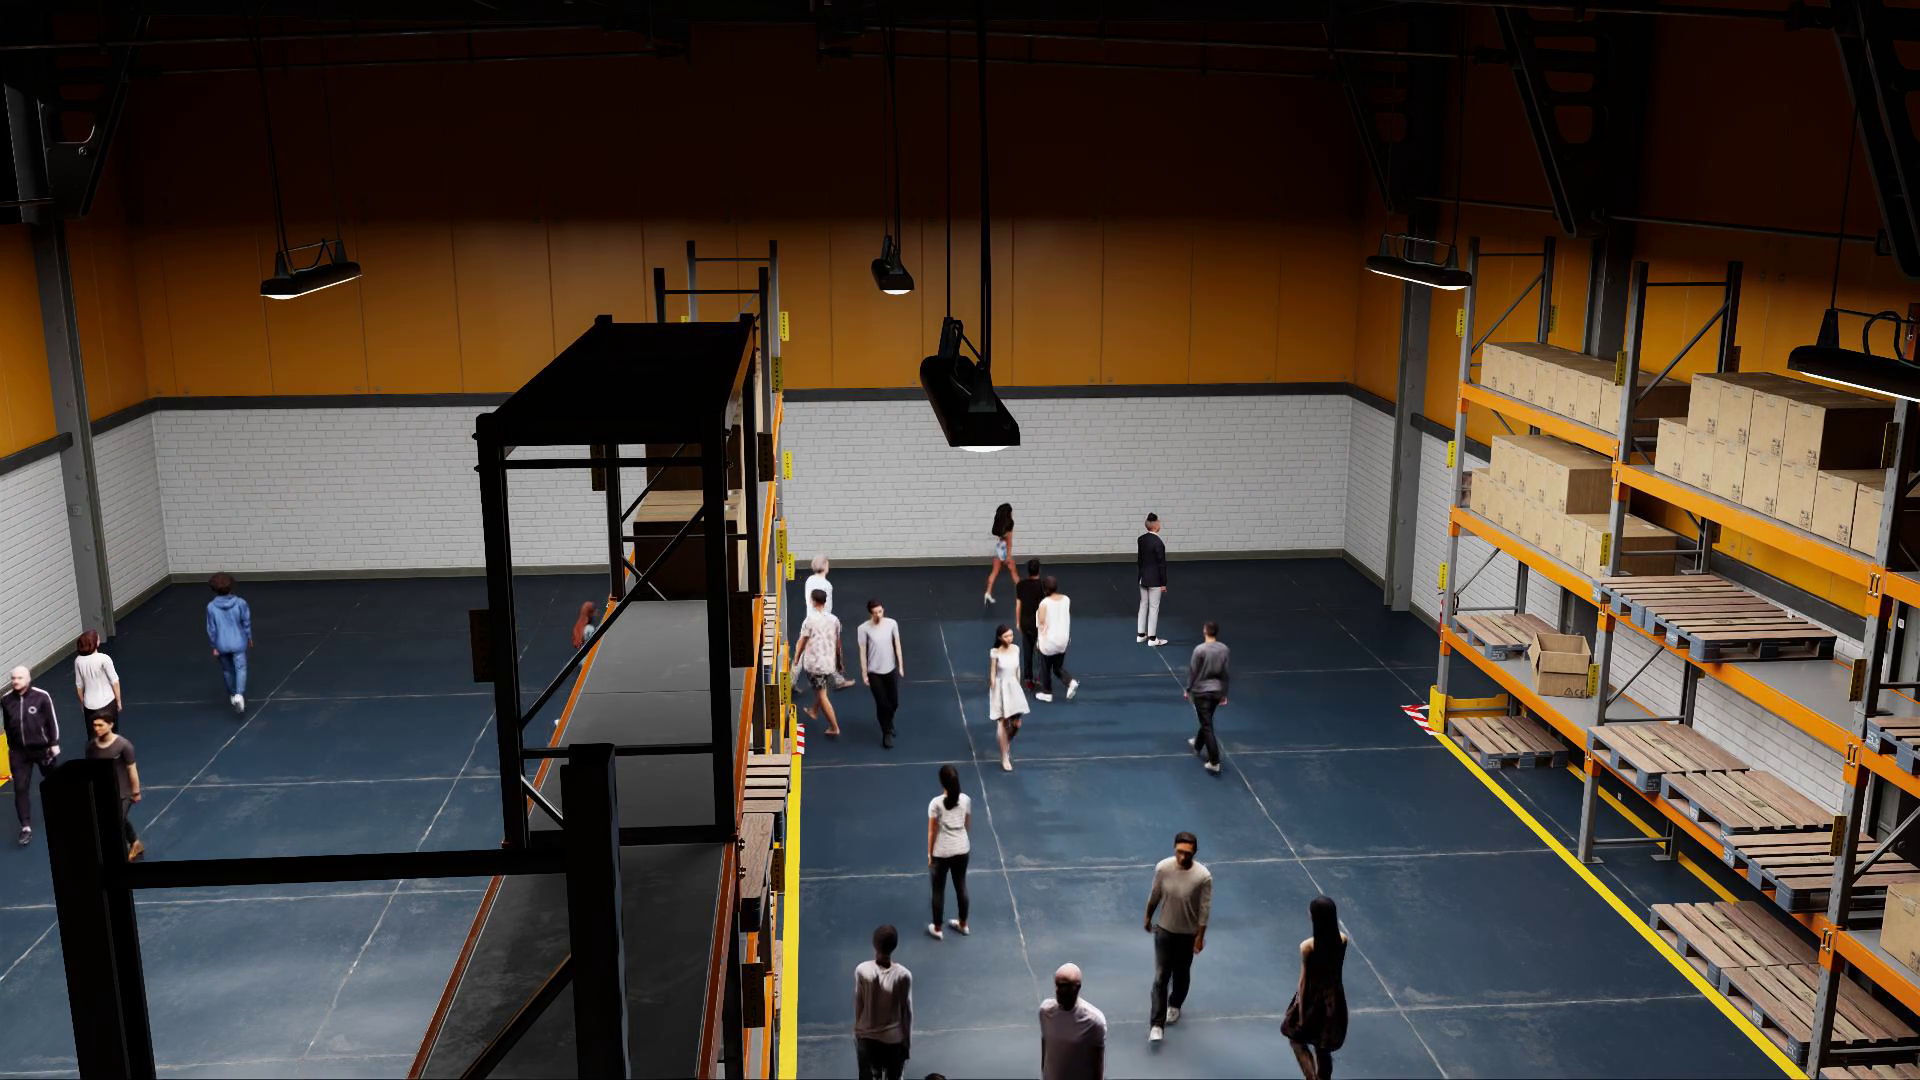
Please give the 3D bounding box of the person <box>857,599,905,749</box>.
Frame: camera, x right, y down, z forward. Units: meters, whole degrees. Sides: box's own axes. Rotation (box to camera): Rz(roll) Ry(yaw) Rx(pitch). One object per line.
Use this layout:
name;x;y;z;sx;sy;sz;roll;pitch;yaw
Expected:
person;-0.969;1.558;19.900;0.798;1.834;0.826;-5;15;-21

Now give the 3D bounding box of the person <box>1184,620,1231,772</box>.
person;2.872;1.813;19.096;0.819;1.718;1.195;-5;14;-18

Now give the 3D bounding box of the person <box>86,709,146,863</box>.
person;-8.354;2.469;16.484;0.806;1.671;1.128;2;14;10

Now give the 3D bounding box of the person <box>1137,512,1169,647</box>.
person;2.738;0.537;23.871;0.858;1.950;0.725;-9;16;-33

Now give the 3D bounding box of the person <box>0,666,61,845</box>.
person;-9.673;2.179;17.423;0.801;1.793;1.247;-3;14;-12

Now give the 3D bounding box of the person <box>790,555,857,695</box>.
person;-1.912;1.148;21.564;1.216;1.848;1.282;-12;18;-40

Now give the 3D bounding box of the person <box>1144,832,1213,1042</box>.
person;1.799;3.136;13.521;0.986;1.769;1.163;6;15;22

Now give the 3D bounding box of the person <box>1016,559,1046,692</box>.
person;0.952;1.138;21.832;0.826;1.742;0.891;5;14;19

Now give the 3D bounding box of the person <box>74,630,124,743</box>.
person;-9.665;1.875;18.675;0.613;1.795;0.512;-1;14;-2

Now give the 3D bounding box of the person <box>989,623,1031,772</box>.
person;0.464;1.788;19.105;0.737;1.763;0.811;-7;15;-26

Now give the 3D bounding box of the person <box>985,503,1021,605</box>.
person;0.611;0.256;25.827;0.922;1.575;1.035;-8;16;-29

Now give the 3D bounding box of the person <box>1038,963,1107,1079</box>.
person;0.800;3.680;11.188;1.021;1.810;1.132;9;16;32

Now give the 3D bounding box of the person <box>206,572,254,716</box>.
person;-9.197;1.321;20.993;0.772;1.781;1.130;-3;14;-14

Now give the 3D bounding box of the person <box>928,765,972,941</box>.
person;-0.076;2.827;15.070;0.614;1.641;0.601;-5;15;-21

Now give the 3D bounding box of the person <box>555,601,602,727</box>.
person;-4.527;1.598;19.974;0.995;1.722;1.033;-12;18;-40

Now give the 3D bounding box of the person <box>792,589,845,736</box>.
person;-1.654;1.526;20.172;1.124;1.768;1.256;-12;18;-40

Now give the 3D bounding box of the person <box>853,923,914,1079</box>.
person;-0.575;3.588;11.725;0.723;1.737;1.129;1;14;4

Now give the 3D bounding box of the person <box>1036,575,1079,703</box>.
person;1.216;1.292;21.340;0.893;1.673;0.975;-11;18;-39

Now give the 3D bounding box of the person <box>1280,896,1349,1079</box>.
person;2.687;3.468;12.156;0.755;1.767;0.819;-6;15;-22
